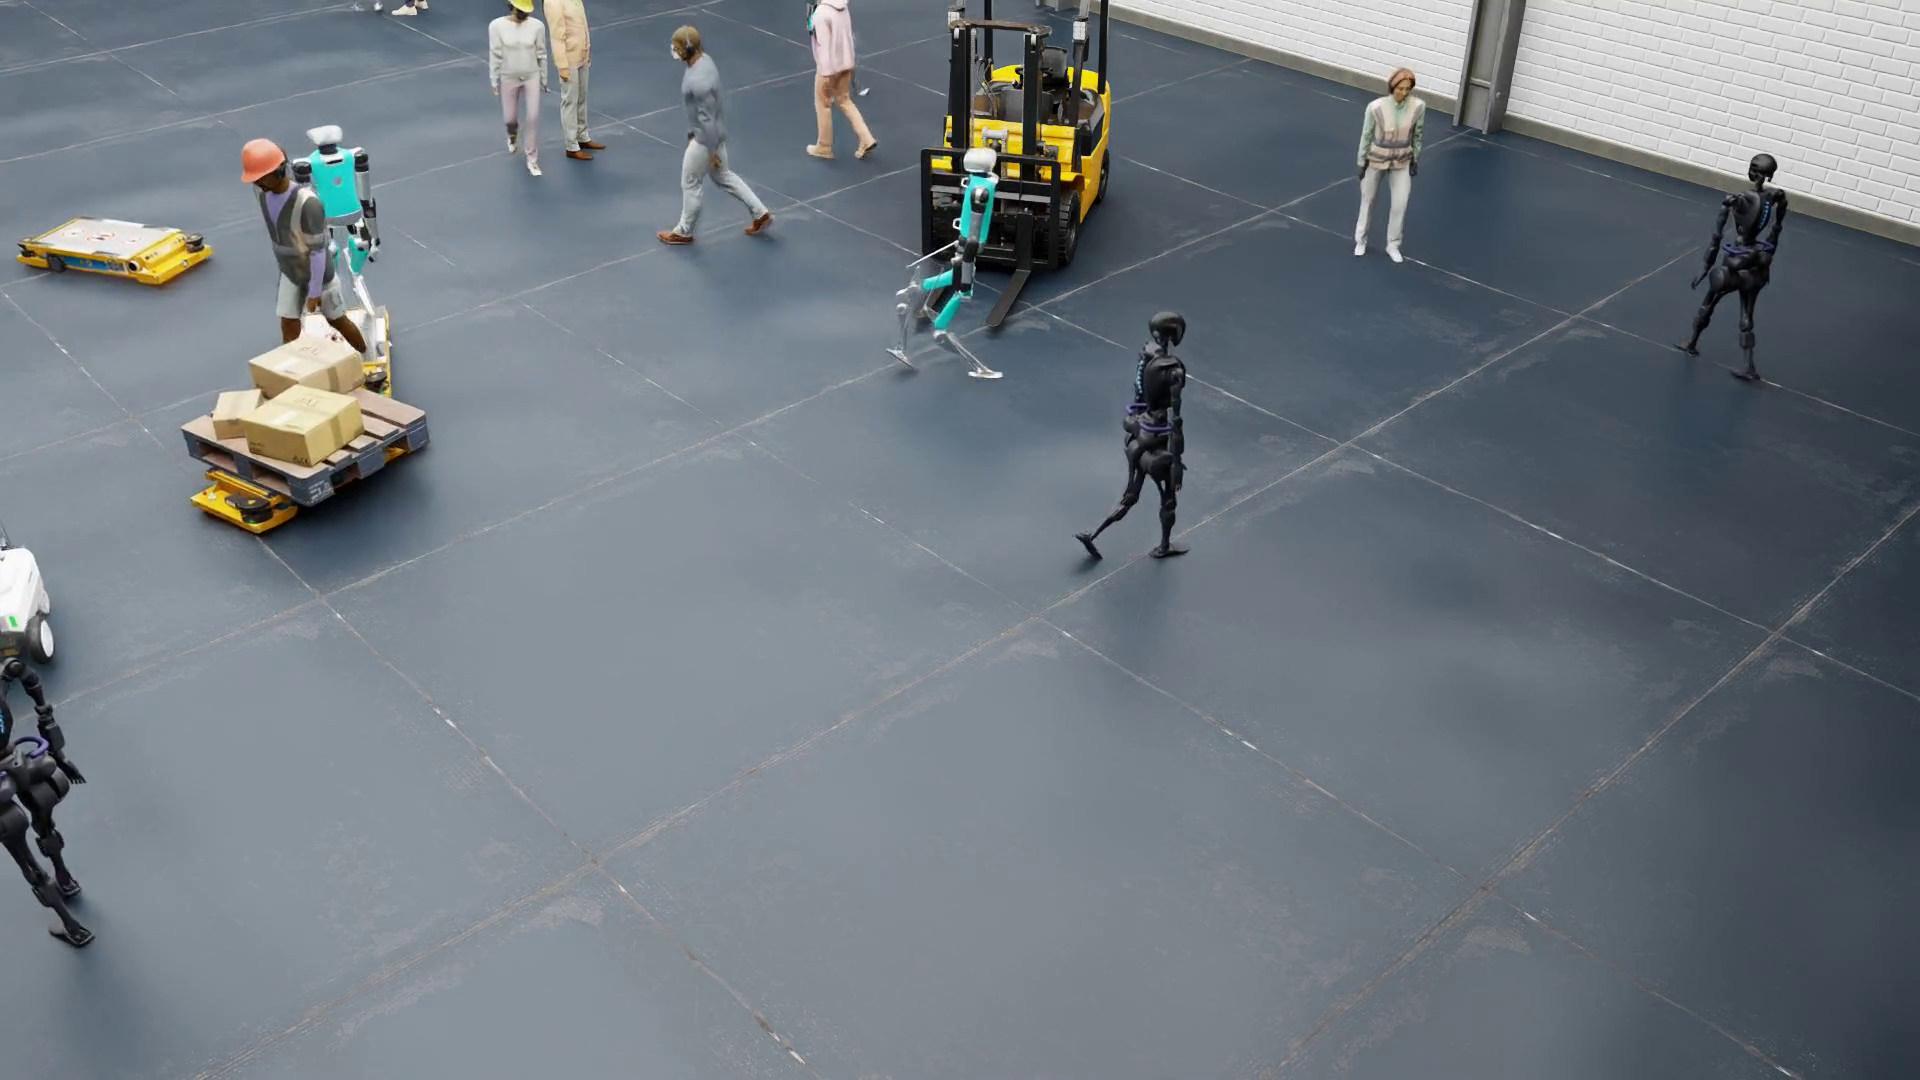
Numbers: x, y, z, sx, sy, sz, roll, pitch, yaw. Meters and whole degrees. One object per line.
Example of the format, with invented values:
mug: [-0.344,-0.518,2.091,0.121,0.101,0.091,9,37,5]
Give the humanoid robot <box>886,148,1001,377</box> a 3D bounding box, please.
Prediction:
humanoid robot: [-0.202,-1.923,11.838,1.018,1.773,0.532,2,33,3]

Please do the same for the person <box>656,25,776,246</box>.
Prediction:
person: [-2.069,-3.345,13.840,0.971,1.898,0.648,-2,33,-3]

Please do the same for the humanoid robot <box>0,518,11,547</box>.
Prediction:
humanoid robot: [-6.050,-0.650,9.836,0.534,1.789,0.754,-15,36,-22]

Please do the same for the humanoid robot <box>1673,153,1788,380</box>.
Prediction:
humanoid robot: [5.631,-1.979,11.970,0.586,1.627,0.783,-8,34,-12]

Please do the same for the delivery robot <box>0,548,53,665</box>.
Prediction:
delivery robot: [-5.396,0.367,9.337,0.499,0.583,0.758,-10,34,-15]

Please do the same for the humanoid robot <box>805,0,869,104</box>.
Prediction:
humanoid robot: [-1.235,-5.311,17.076,0.792,1.879,0.557,-15,36,-21]

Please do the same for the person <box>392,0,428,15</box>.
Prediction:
person: [-6.705,-7.235,19.841,0.442,1.858,0.796,6,34,9]

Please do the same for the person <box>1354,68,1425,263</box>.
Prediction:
person: [3.514,-3.070,13.656,0.528,1.617,0.488,-1,33,-2]

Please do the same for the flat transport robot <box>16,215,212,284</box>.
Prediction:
flat transport robot: [-7.079,-2.427,13.903,1.431,0.231,0.659,10,34,15]

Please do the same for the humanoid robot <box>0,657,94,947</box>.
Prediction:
humanoid robot: [-4.180,1.062,7.261,0.535,1.641,0.608,17,37,24]

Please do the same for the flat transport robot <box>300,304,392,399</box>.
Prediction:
flat transport robot: [-4.558,-1.369,12.277,0.659,0.231,1.431,-9,34,-14]

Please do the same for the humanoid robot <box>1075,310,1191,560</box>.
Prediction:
humanoid robot: [1.066,-0.585,9.810,0.693,1.637,0.600,-11,35,-17]

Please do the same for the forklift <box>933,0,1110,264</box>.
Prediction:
forklift: [0.570,-3.725,14.138,1.214,2.155,2.313,9,34,13]

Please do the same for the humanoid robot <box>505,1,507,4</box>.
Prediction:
humanoid robot: [-5.618,-7.373,20.220,0.609,1.646,0.340,8,34,12]

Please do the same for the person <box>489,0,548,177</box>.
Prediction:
person: [-4.089,-4.286,15.418,0.576,1.724,0.601,-13,35,-19]

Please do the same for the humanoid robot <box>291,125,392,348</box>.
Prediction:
humanoid robot: [-4.575,-2.237,12.208,0.543,1.746,0.675,-22,39,-30]

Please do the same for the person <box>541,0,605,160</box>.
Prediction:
person: [-3.683,-4.555,15.702,0.395,1.874,0.568,7,34,11]

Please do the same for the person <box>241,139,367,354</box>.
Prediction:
person: [-4.544,-1.836,11.439,0.649,1.972,0.989,15,36,22]

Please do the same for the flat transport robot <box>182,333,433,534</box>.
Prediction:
flat transport robot: [-4.255,-0.514,10.963,0.659,0.231,1.431,19,38,27]

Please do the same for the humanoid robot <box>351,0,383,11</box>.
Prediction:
humanoid robot: [-7.158,-7.101,19.757,0.552,1.781,0.790,-6,34,-9]

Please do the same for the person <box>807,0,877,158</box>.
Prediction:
person: [-1.131,-4.425,15.611,0.685,1.753,0.549,16,37,24]
